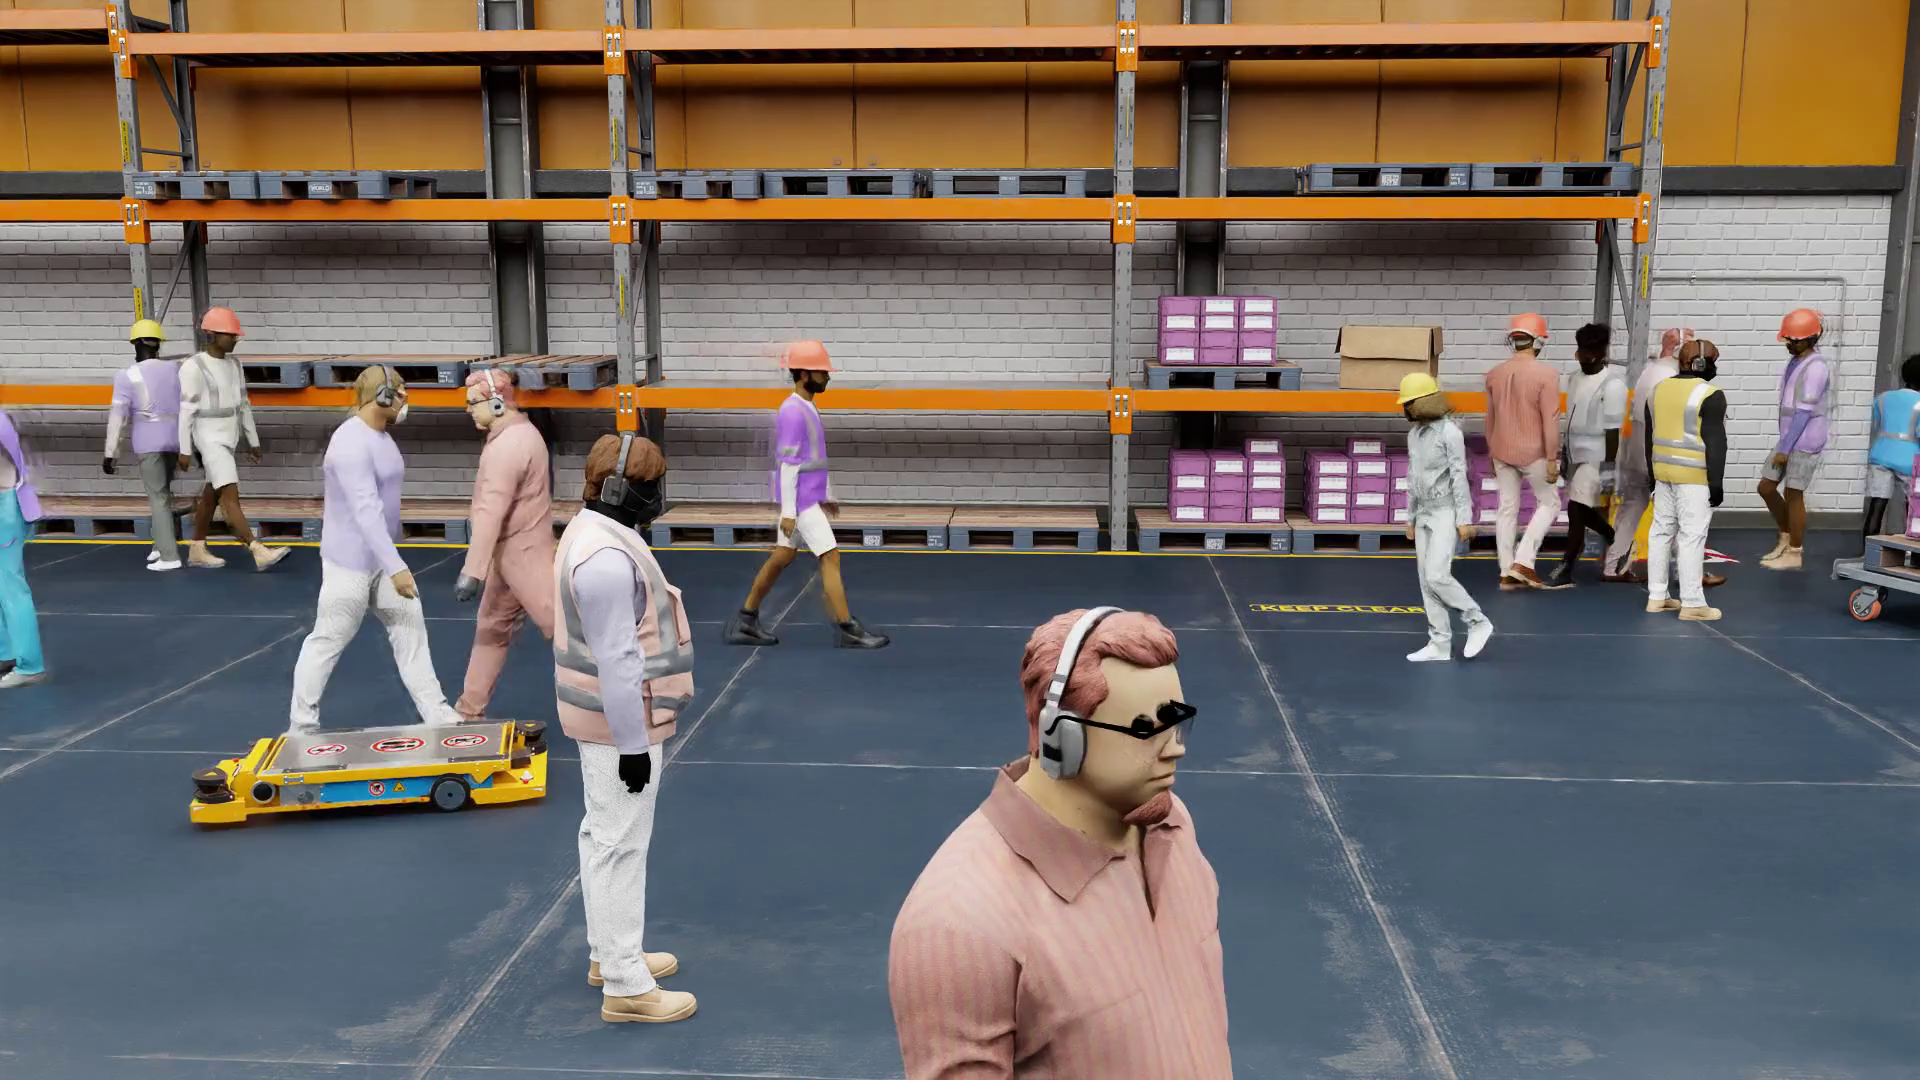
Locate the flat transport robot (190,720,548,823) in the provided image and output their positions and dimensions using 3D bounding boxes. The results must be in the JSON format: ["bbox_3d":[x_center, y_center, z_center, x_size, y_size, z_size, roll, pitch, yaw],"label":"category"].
[{"bbox_3d":[-2.562,1.003,7.342,1.431,0.197,0.652,-2,10,-13],"label":"flat transport robot"}]

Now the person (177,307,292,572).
[{"bbox_3d":[-5.481,-0.746,12.537,1.033,1.986,0.617,2,10,10],"label":"person"}]

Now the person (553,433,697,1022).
[{"bbox_3d":[-1.051,0.581,5.242,0.429,1.838,0.621,-3,10,-17],"label":"person"}]

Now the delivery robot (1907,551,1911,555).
[{"bbox_3d":[7.085,0.064,11.735,0.477,0.478,0.707,-7,12,-36],"label":"delivery robot"}]

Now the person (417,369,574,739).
[{"bbox_3d":[-2.140,0.085,8.150,1.036,1.848,0.648,-2,10,-12],"label":"person"}]

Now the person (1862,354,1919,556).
[{"bbox_3d":[7.123,-0.573,12.519,0.838,1.645,0.534,-6,11,-30],"label":"person"}]

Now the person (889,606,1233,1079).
[{"bbox_3d":[0.190,1.030,2.407,0.407,1.905,0.655,7,12,35],"label":"person"}]

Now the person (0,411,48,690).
[{"bbox_3d":[-5.302,-0.073,9.093,0.504,1.823,0.580,-7,12,-34],"label":"person"}]

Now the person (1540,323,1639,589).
[{"bbox_3d":[4.557,-0.592,11.886,0.796,1.922,0.647,-2,10,-12],"label":"person"}]

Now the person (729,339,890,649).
[{"bbox_3d":[-0.962,-0.266,10.059,0.986,1.889,0.561,0,10,0],"label":"person"}]

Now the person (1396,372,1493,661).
[{"bbox_3d":[2.795,-0.126,9.756,0.510,1.702,0.538,-3,10,-15],"label":"person"}]

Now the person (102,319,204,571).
[{"bbox_3d":[-6.151,-0.714,12.631,0.667,1.890,0.736,6,11,31],"label":"person"}]

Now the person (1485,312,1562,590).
[{"bbox_3d":[3.985,-0.615,11.794,0.422,1.981,0.651,-7,12,-34],"label":"person"}]

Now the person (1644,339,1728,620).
[{"bbox_3d":[4.795,-0.398,10.966,0.430,1.840,0.621,-3,10,-19],"label":"person"}]

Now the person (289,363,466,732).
[{"bbox_3d":[-2.760,0.119,7.830,0.992,1.877,0.651,0,10,3],"label":"person"}]

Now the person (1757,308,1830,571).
[{"bbox_3d":[6.211,-0.730,12.451,0.488,1.999,0.659,1,10,4],"label":"person"}]

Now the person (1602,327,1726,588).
[{"bbox_3d":[5.114,-0.580,11.948,0.901,1.865,0.664,1,10,3],"label":"person"}]
